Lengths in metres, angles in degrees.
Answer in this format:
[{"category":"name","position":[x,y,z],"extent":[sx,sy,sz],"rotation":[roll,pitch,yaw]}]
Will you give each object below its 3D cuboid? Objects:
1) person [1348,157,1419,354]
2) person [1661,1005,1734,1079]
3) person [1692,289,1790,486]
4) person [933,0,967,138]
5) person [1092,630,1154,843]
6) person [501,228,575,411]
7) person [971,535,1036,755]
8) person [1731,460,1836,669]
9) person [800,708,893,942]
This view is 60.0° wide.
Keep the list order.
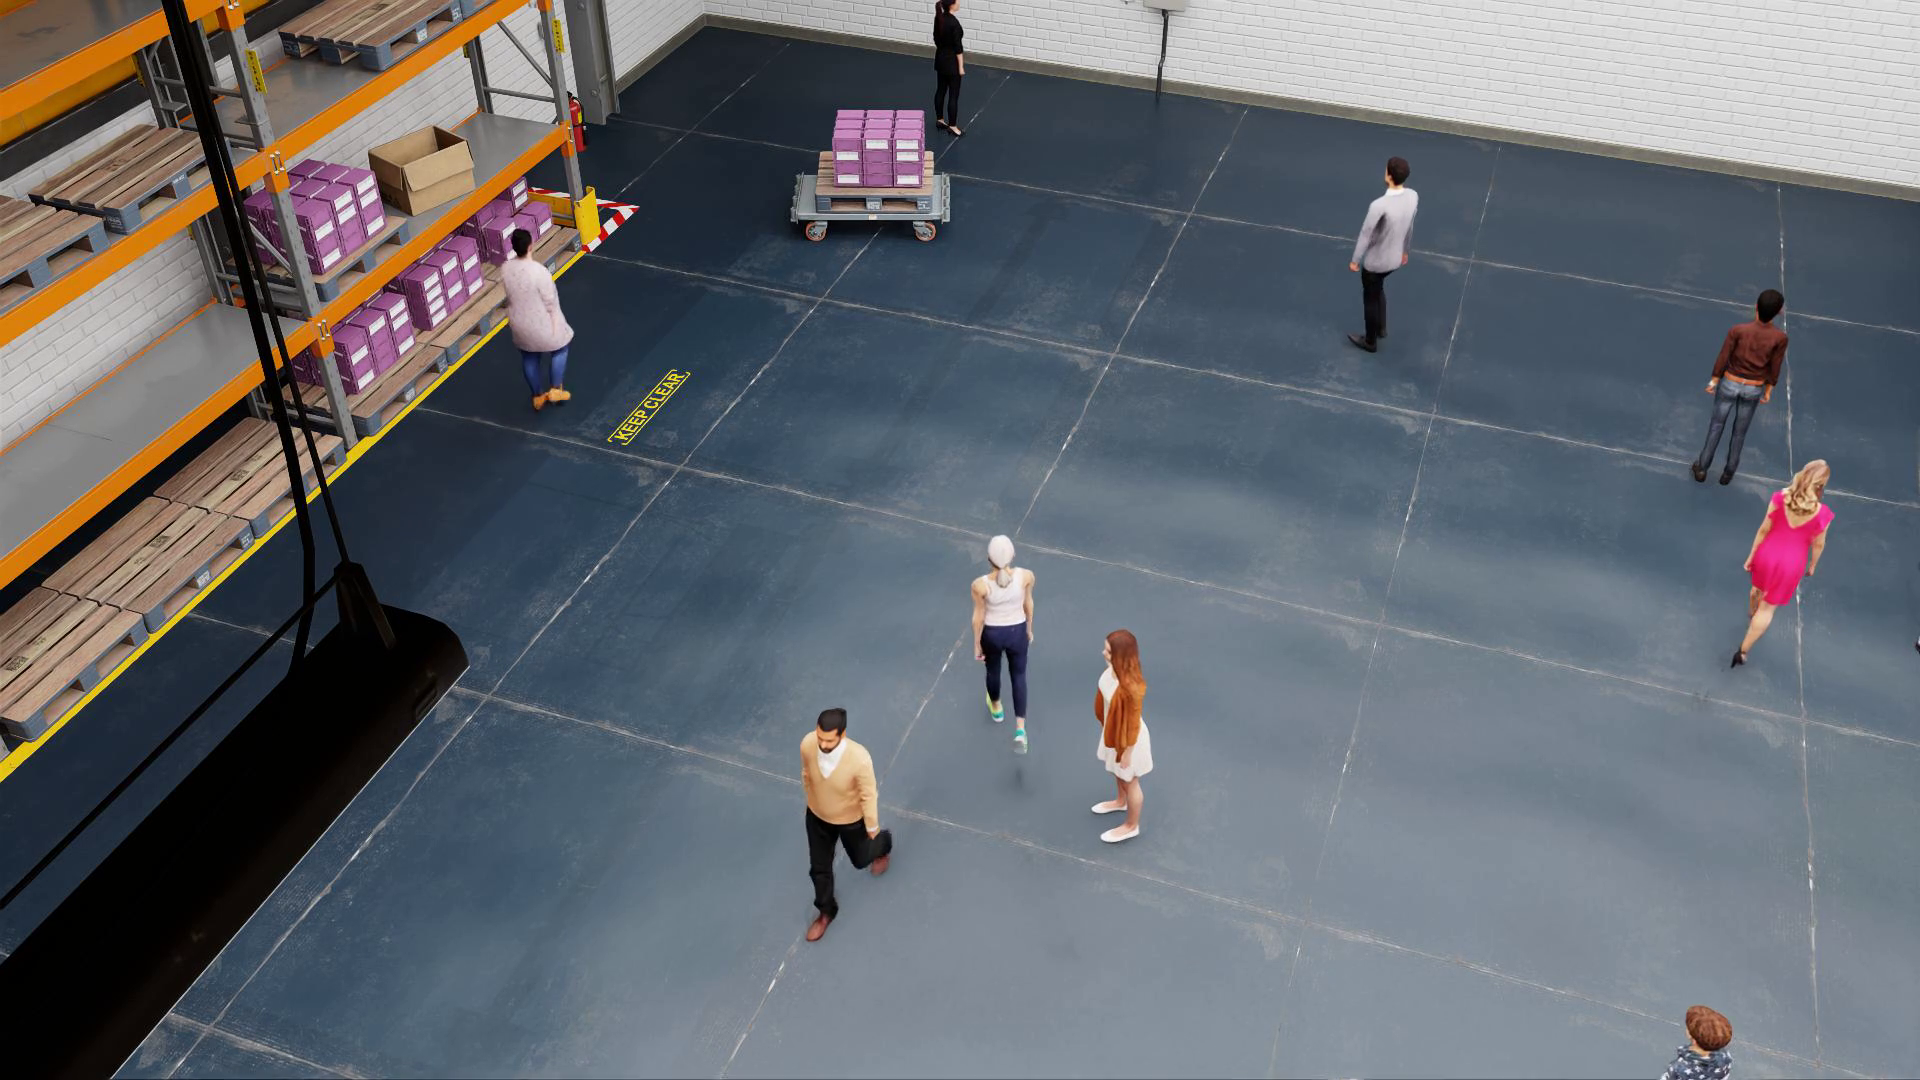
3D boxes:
[{"category":"person","position":[3.898,-2.532,15.104],"extent":[0.784,1.912,0.902],"rotation":[-26,45,-28]},{"category":"person","position":[3.763,2.989,8.600],"extent":[0.921,1.401,0.999],"rotation":[-15,41,-18]},{"category":"person","position":[6.384,-1.239,13.593],"extent":[0.644,1.778,0.490],"rotation":[13,40,15]},{"category":"person","position":[-0.133,-5.418,18.919],"extent":[0.718,1.661,0.696],"rotation":[-26,45,-29]},{"category":"person","position":[1.060,1.221,10.562],"extent":[0.759,1.715,0.678],"rotation":[-10,40,-12]},{"category":"person","position":[-3.735,-1.872,14.423],"extent":[0.673,1.732,0.668],"rotation":[12,40,14]},{"category":"person","position":[0.321,0.720,11.213],"extent":[0.914,1.687,1.105],"rotation":[-7,39,-8]},{"category":"person","position":[5.795,0.214,11.837],"extent":[0.784,1.699,1.023],"rotation":[27,46,30]},{"category":"person","position":[-0.686,1.612,10.062],"extent":[0.710,1.728,1.087],"rotation":[16,41,19]}]
